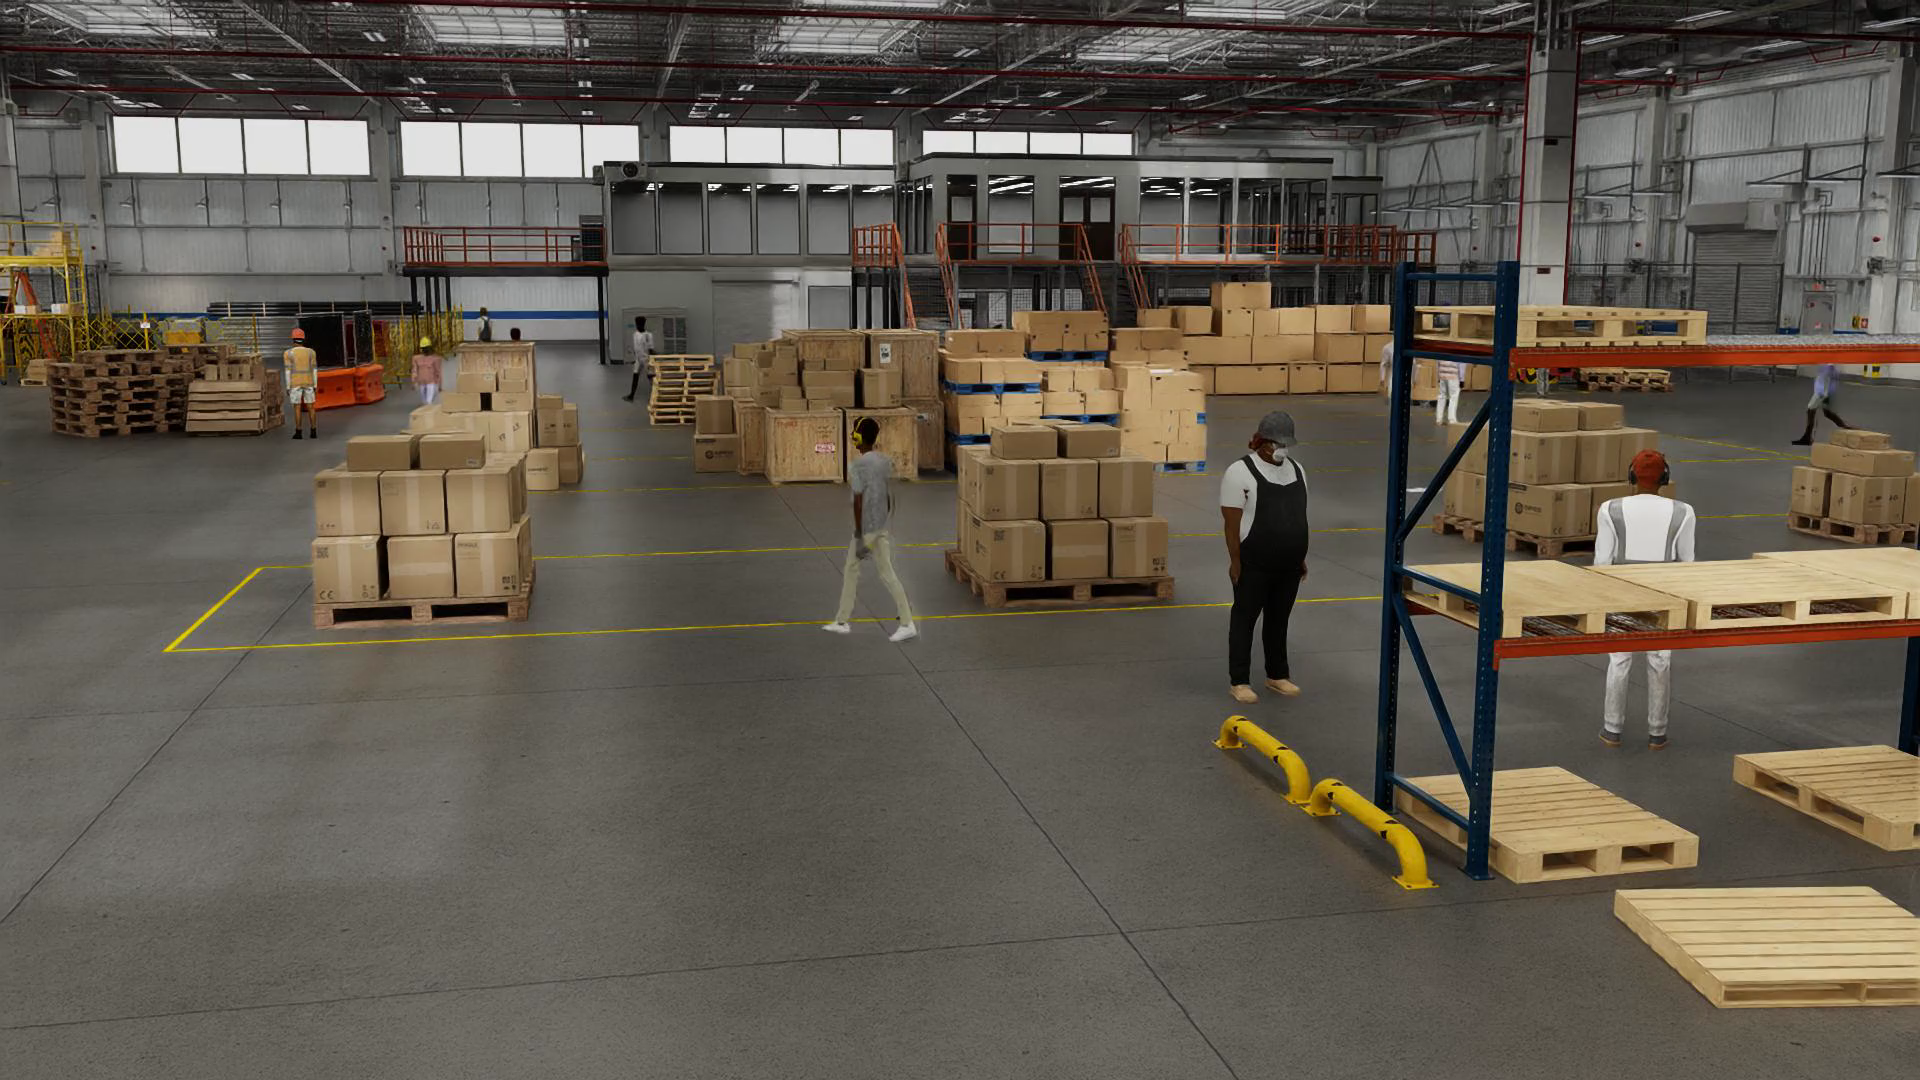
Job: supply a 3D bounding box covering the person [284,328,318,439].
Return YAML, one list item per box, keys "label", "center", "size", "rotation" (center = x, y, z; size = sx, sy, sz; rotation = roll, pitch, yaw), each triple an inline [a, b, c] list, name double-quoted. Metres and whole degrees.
- label: "person"
  center: [-11.533, -2.728, 29.121]
  size: [0.549, 1.937, 0.358]
  rotation: [-7, 11, -35]

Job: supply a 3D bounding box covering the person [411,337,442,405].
- label: "person"
  center: [-9.800, -2.883, 30.691]
  size: [0.519, 1.731, 0.884]
  rotation: [1, 9, 7]

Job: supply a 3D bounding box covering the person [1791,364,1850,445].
- label: "person"
  center: [14.577, -2.510, 27.909]
  size: [0.900, 1.907, 0.547]
  rotation: [7, 12, 38]

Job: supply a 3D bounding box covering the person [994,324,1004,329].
- label: "person"
  center: [0.885, -3.582, 34.691]
  size: [0.538, 1.822, 0.933]
  rotation: [-9, 13, -44]

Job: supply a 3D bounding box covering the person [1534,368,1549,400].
- label: "person"
  center: [12.948, -3.929, 37.029]
  size: [0.492, 1.743, 0.299]
  rotation: [-8, 12, -40]

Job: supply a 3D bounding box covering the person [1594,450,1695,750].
- label: "person"
  center: [4.248, 0.374, 10.373]
  size: [0.585, 1.882, 0.340]
  rotation: [3, 10, 17]

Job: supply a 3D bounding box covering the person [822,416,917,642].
- label: "person"
  center: [-0.701, -0.087, 13.418]
  size: [0.999, 1.831, 0.531]
  rotation: [8, 13, 42]

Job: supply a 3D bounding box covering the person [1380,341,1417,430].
- label: "person"
  center: [8.043, -2.953, 30.523]
  size: [0.650, 1.930, 0.560]
  rotation: [2, 10, 13]

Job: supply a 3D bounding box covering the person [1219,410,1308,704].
- label: "person"
  center: [2.166, 0.106, 11.532]
  size: [0.676, 2.000, 0.536]
  rotation: [-5, 11, -28]

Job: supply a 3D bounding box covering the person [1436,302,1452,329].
- label: "person"
  center: [14.858, -6.290, 50.857]
  size: [0.614, 1.932, 0.482]
  rotation: [6, 11, 33]

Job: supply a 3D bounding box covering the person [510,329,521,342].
- label: "person"
  center: [-8.244, -2.985, 30.890]
  size: [0.618, 1.862, 0.987]
  rotation: [-5, 10, -26]

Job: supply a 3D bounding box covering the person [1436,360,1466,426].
- label: "person"
  center: [9.278, -3.040, 31.374]
  size: [0.436, 1.831, 0.629]
  rotation: [-5, 11, -27]

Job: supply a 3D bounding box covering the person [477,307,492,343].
- label: "person"
  center: [-14.096, -5.975, 49.236]
  size: [0.598, 1.823, 0.519]
  rotation: [9, 13, 43]

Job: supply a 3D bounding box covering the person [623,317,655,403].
- label: "person"
  center: [-7.072, -3.988, 36.862]
  size: [0.627, 1.909, 0.987]
  rotation: [6, 11, 32]
